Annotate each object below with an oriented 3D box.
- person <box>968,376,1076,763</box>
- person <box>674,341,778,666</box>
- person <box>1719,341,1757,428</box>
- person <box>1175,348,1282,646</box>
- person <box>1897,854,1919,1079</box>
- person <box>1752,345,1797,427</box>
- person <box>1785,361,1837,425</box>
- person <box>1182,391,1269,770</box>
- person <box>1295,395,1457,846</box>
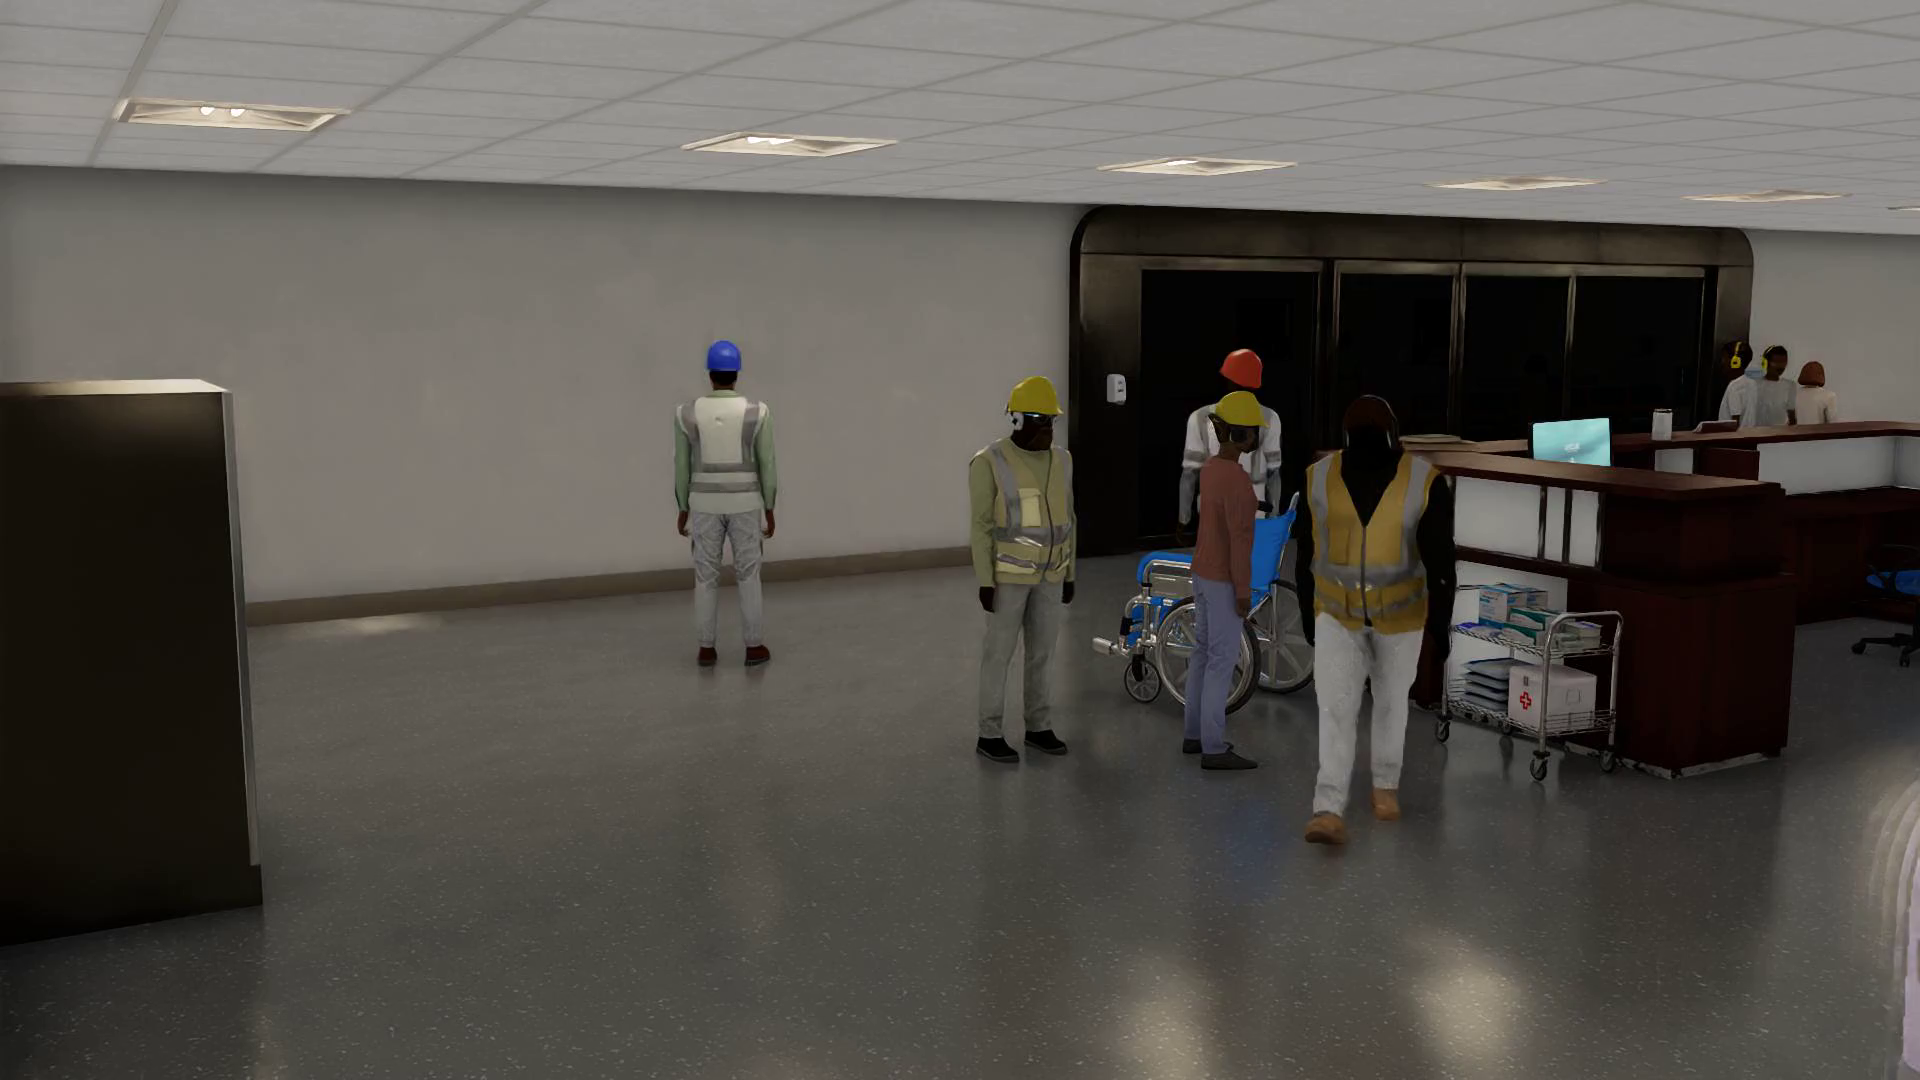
[{"bbox_3d":[0.320,0.141,7.860,0.591,1.827,0.403,-5,9,-33],"label":"person"},{"bbox_3d":[-1.392,-0.210,9.939,0.619,1.943,0.406,0,8,0],"label":"person"},{"bbox_3d":[6.508,-0.739,14.031,0.329,1.874,0.507,6,10,37],"label":"person"},{"bbox_3d":[1.554,-0.154,9.660,0.585,1.914,0.463,3,8,20],"label":"person"},{"bbox_3d":[1.317,0.894,2.023,0.537,1.927,0.563,6,10,37],"label":"person"},{"bbox_3d":[7.490,-0.904,15.478,0.529,1.819,0.976,0,8,-3],"label":"person"},{"bbox_3d":[8.298,-0.931,16.282,0.500,1.633,0.280,6,10,38],"label":"person"},{"bbox_3d":[1.258,0.185,7.777,0.349,1.758,0.522,-1,8,-9],"label":"person"},{"bbox_3d":[1.645,0.321,6.654,0.651,1.782,0.964,3,8,20],"label":"person"}]
